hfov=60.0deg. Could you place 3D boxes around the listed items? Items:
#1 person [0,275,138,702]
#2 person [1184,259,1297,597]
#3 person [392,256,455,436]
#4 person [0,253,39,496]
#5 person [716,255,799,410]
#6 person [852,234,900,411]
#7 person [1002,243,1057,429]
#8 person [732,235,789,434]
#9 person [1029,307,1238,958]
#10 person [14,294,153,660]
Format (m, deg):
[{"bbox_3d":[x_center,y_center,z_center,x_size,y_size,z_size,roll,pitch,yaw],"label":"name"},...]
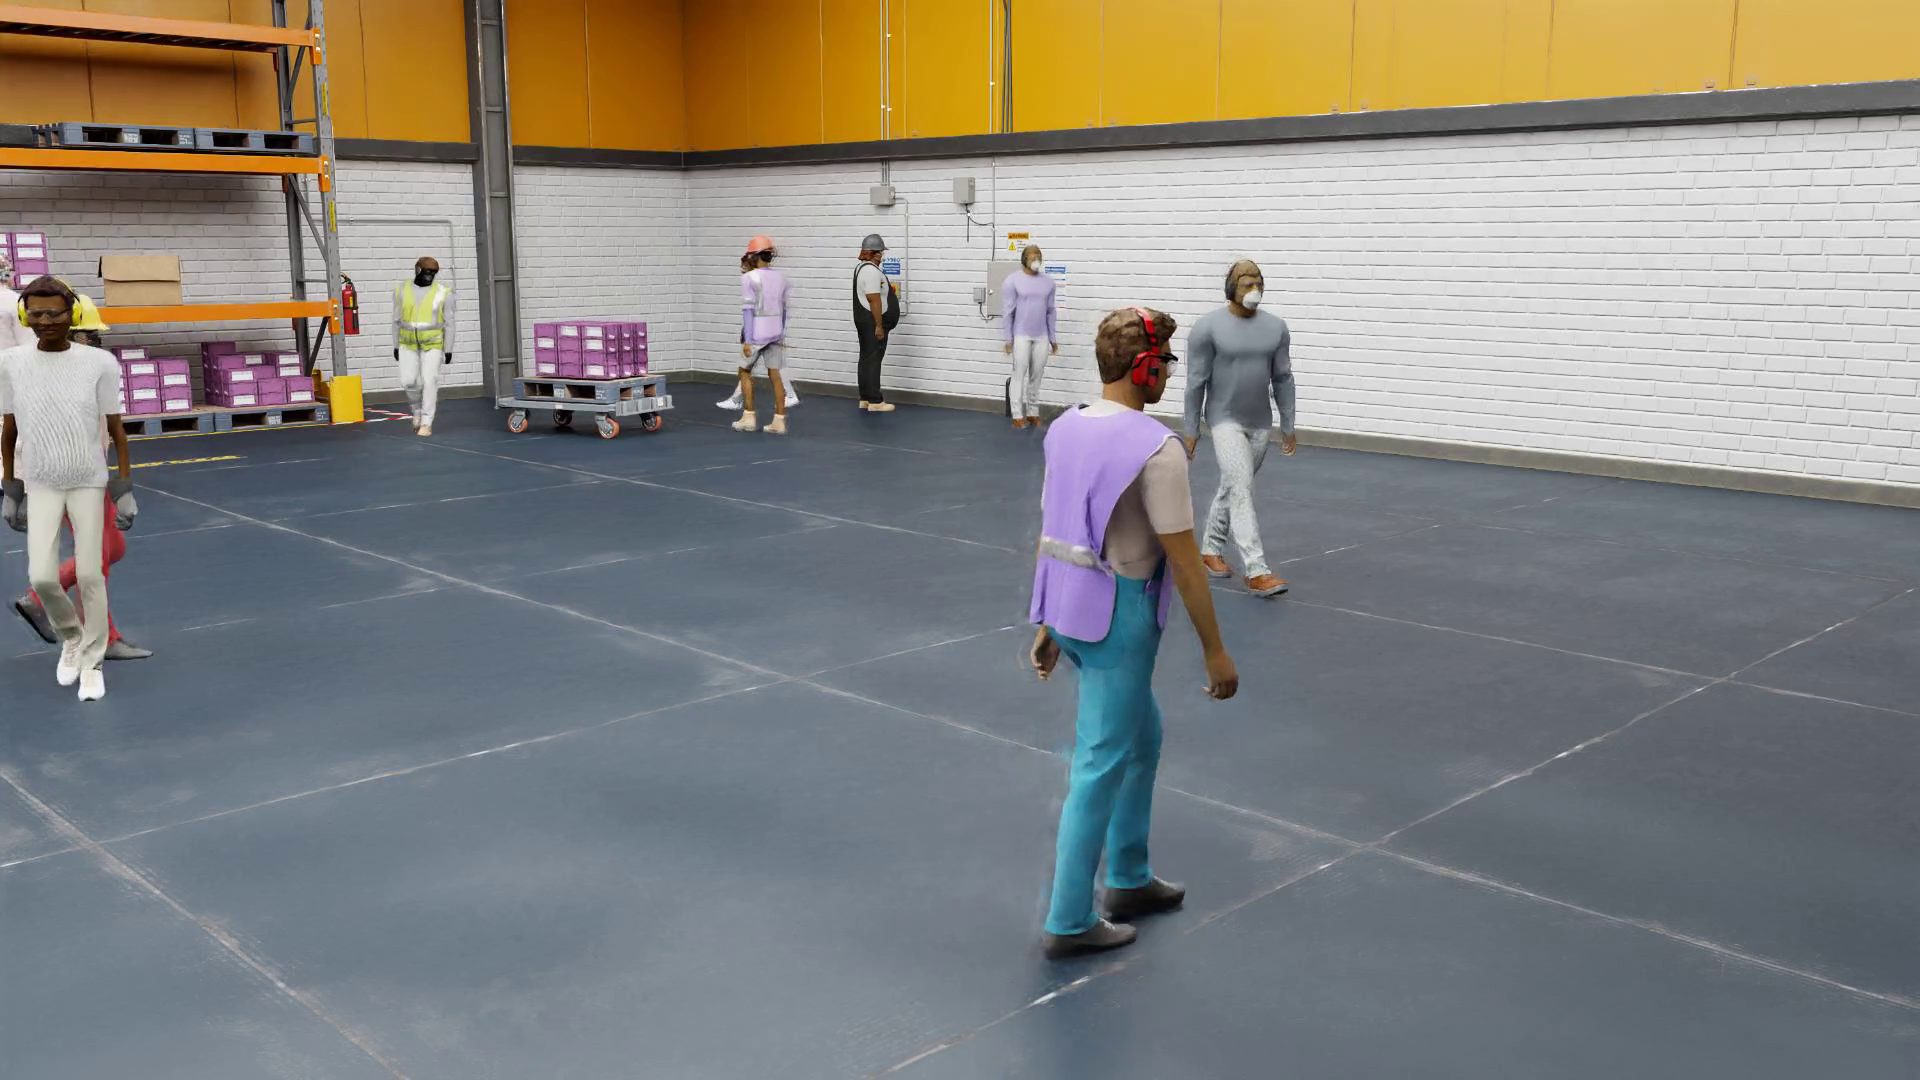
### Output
[{"bbox_3d":[-3.877,-0.217,7.225,0.546,1.853,0.392,-4,11,-20],"label":"person"},{"bbox_3d":[1.629,-0.651,9.533,0.647,1.885,1.009,-4,11,-23],"label":"person"},{"bbox_3d":[-5.421,-1.954,16.823,0.639,1.813,0.452,0,10,-3],"label":"person"},{"bbox_3d":[-7.320,-1.245,12.726,0.659,1.892,0.619,4,11,20],"label":"person"},{"bbox_3d":[-2.350,-2.410,19.352,0.999,1.806,0.639,-3,11,-18],"label":"person"},{"bbox_3d":[-0.968,-2.523,19.304,0.536,2.000,0.676,-3,11,-18],"label":"person"},{"bbox_3d":[0.735,-2.142,17.517,0.633,1.942,0.371,-5,12,-28],"label":"person"},{"bbox_3d":[-2.069,-2.092,17.019,0.794,2.013,0.635,9,14,41],"label":"person"},{"bbox_3d":[0.519,0.263,4.694,0.719,1.816,0.577,-4,11,-23],"label":"person"},{"bbox_3d":[-4.200,-0.279,7.856,0.540,1.752,0.530,-2,11,-12],"label":"person"}]
